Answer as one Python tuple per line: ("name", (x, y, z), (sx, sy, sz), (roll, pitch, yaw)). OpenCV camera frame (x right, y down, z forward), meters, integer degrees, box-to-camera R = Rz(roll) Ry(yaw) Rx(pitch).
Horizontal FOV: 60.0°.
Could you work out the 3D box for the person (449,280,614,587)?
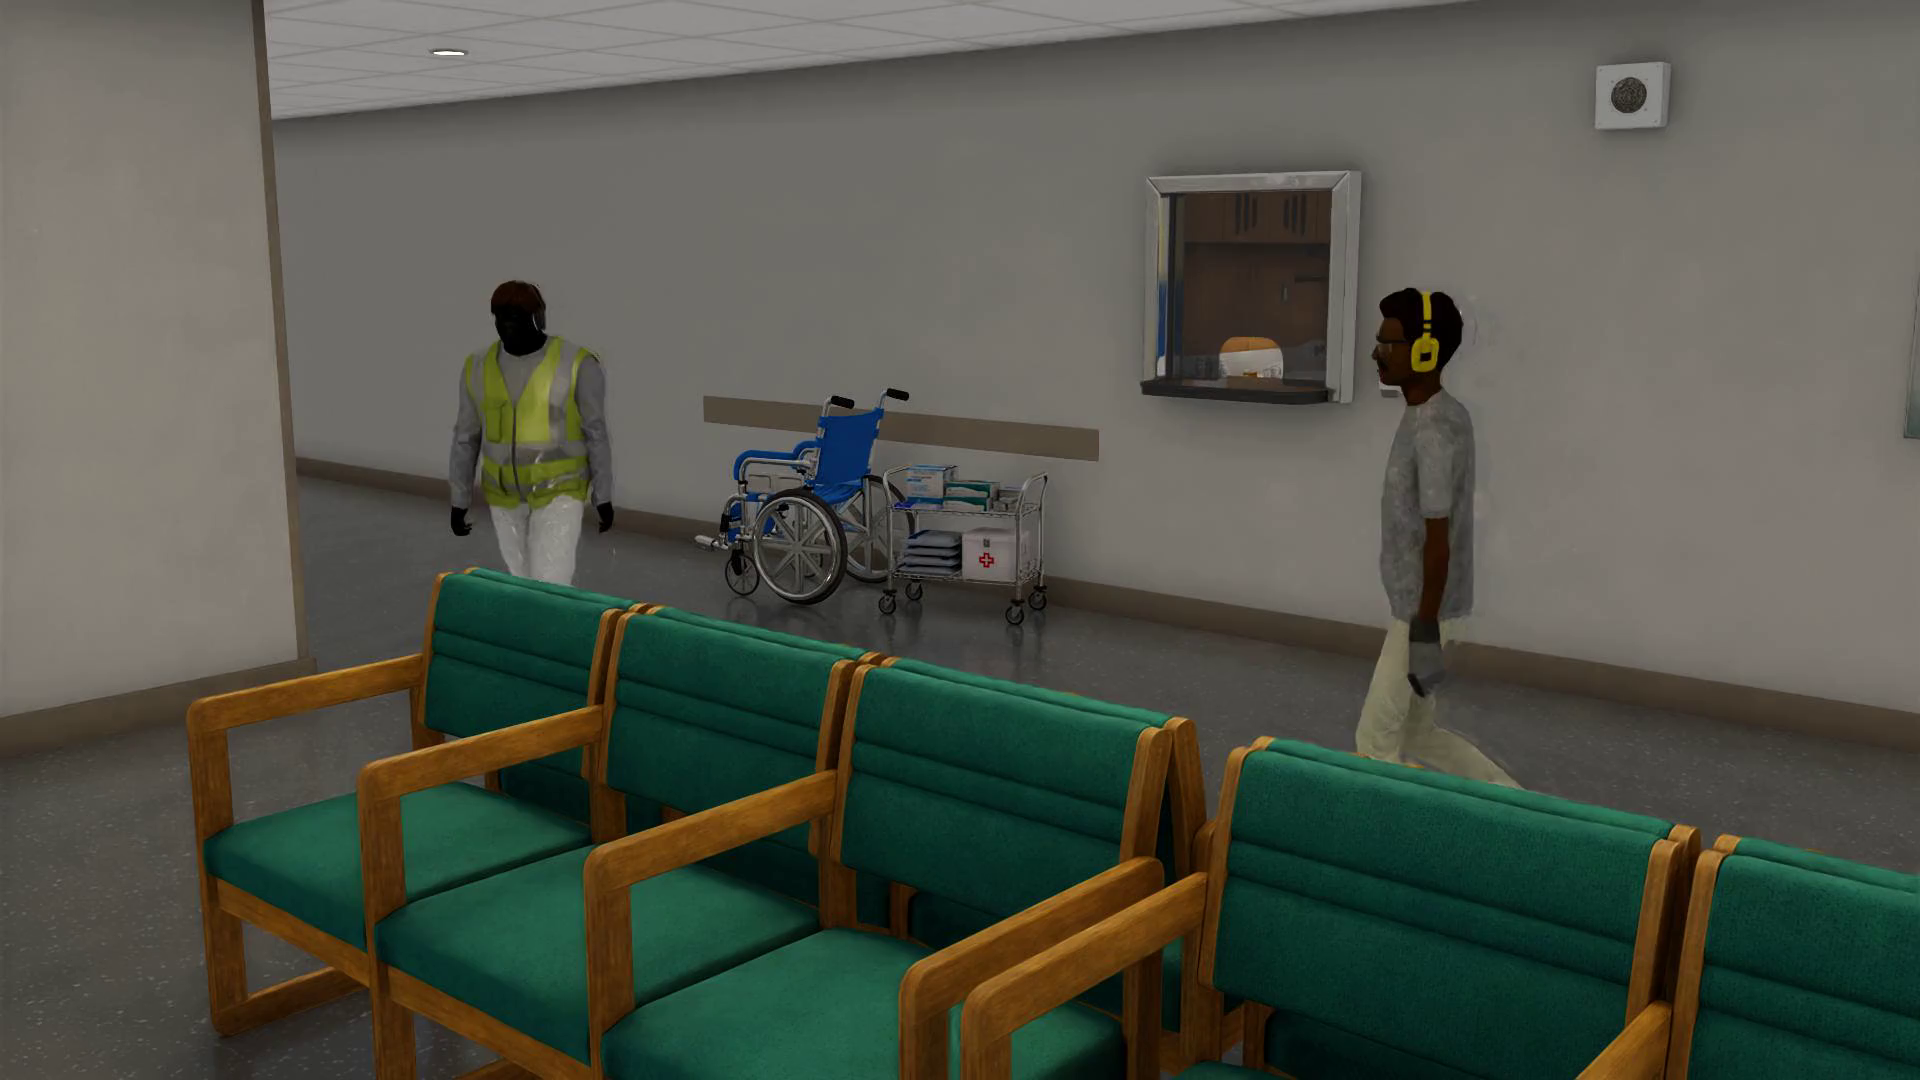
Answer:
("person", (-1.834, -0.165, 6.983), (0.657, 1.817, 0.740), (2, 10, 10))
